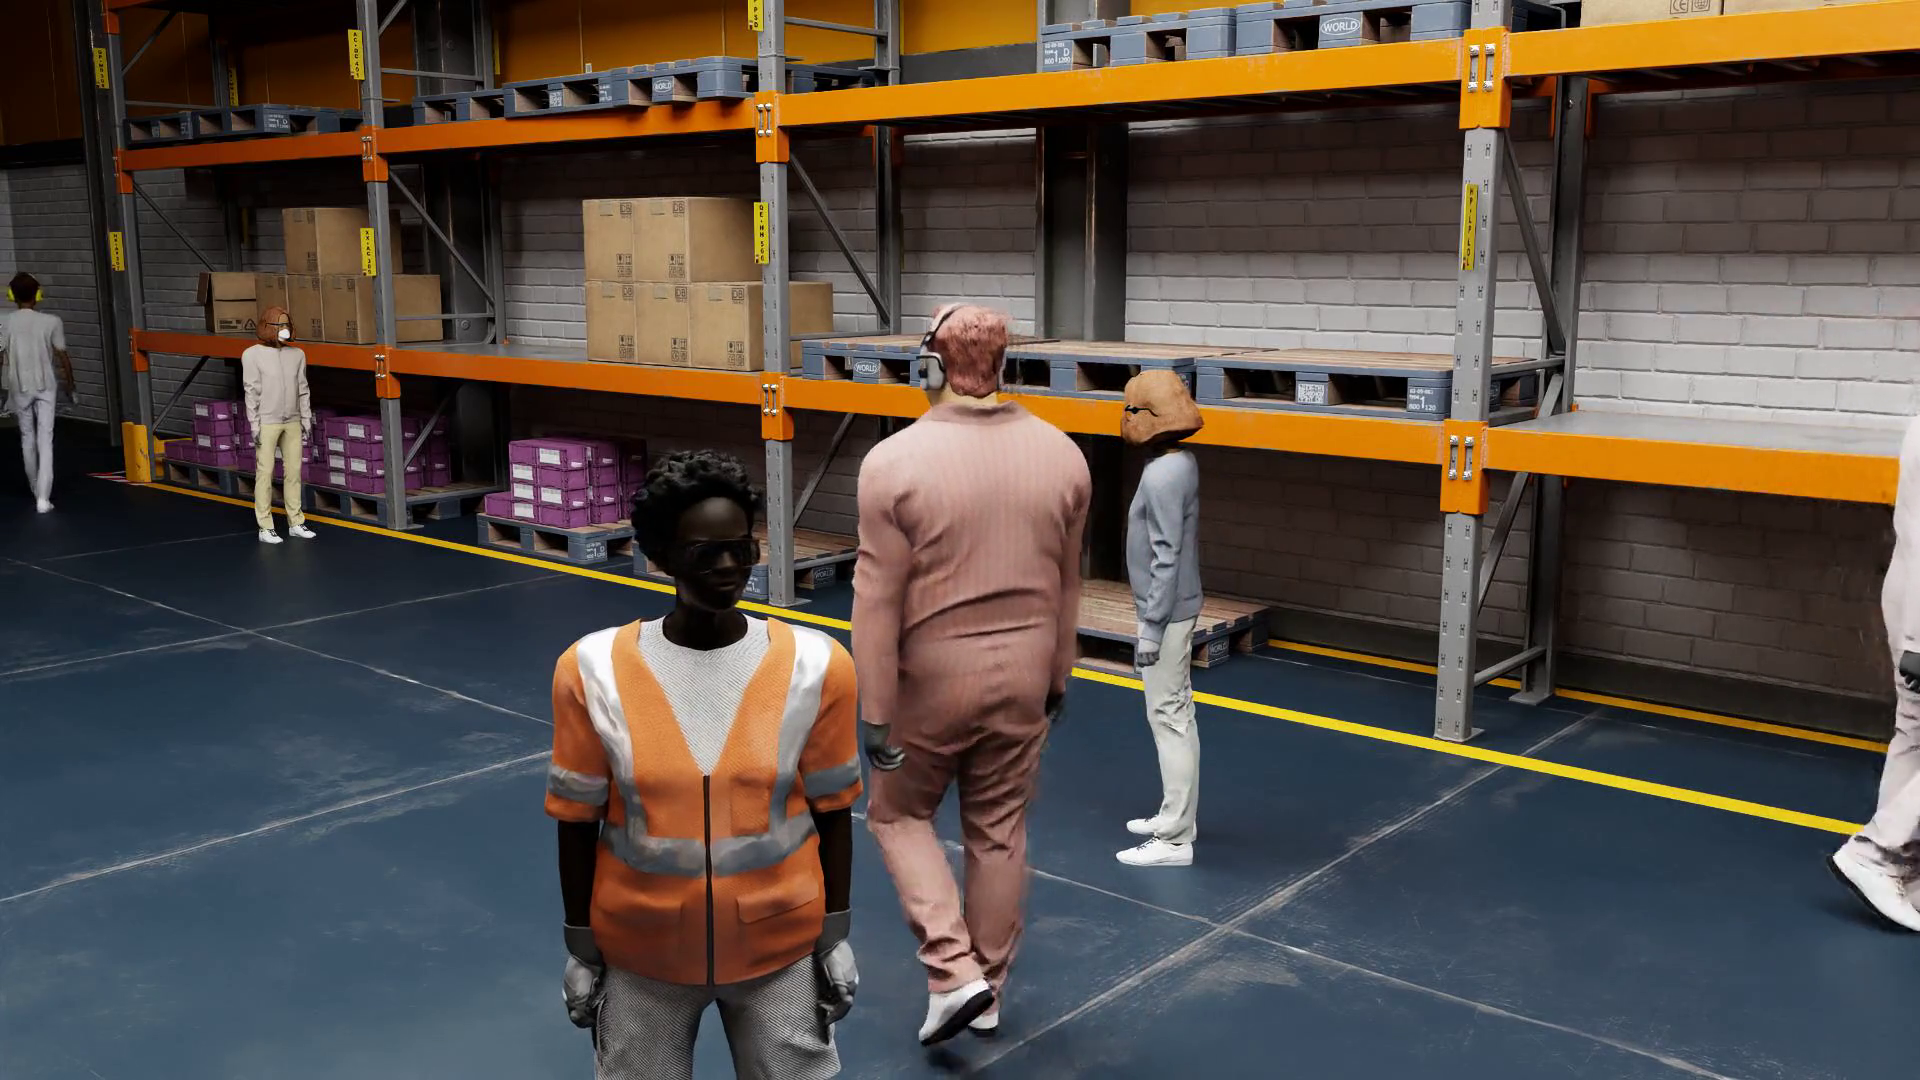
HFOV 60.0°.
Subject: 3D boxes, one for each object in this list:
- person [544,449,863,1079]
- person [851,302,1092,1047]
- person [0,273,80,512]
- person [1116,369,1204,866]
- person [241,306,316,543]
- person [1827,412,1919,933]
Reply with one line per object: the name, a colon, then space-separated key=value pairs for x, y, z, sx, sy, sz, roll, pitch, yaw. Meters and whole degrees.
person: x=-0.425 y=0.688 z=2.833 sx=0.536 sy=1.700 sz=0.318 roll=-2 pitch=10 yaw=-9
person: x=0.019 y=0.356 z=4.176 sx=0.654 sy=1.891 sz=0.456 roll=-5 pitch=11 yaw=-25
person: x=-7.200 y=-1.157 z=12.986 sx=0.554 sy=1.816 sz=0.959 roll=-4 pitch=11 yaw=-22
person: x=0.658 y=0.257 z=5.479 sx=0.280 sy=1.631 sz=0.507 roll=2 pitch=10 yaw=14
person: x=-4.702 y=-0.795 z=11.492 sx=0.277 sy=1.629 sz=0.496 roll=6 pitch=12 yaw=33
person: x=2.924 y=0.237 z=4.863 sx=0.412 sy=1.894 sz=0.655 roll=6 pitch=11 yaw=29
